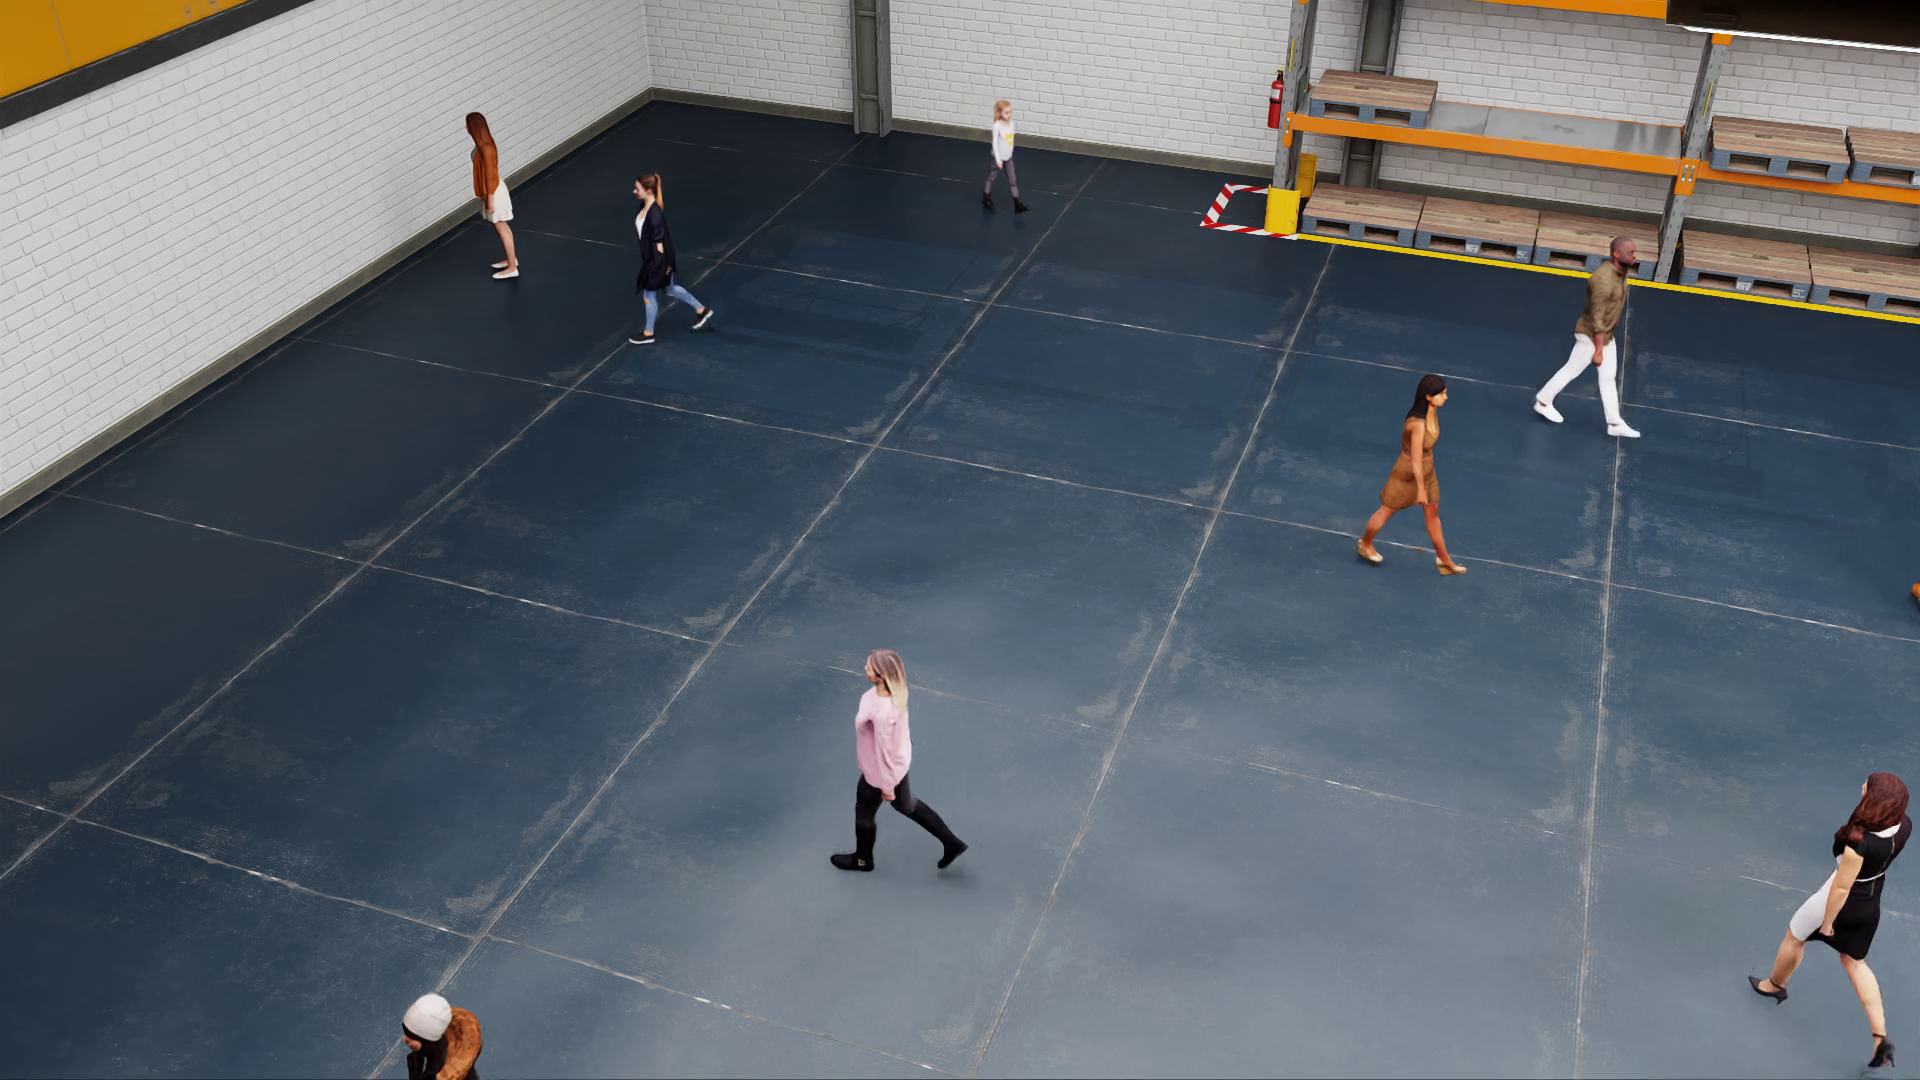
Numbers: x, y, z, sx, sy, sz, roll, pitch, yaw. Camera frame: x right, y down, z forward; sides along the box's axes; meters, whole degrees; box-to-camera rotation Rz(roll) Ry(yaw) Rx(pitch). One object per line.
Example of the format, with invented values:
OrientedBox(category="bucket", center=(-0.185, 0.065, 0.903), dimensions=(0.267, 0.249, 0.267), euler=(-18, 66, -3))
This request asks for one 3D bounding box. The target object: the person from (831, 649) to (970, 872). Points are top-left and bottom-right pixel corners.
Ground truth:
OrientedBox(category="person", center=(-0.341, 1.310, 9.612), dimensions=(1.090, 1.664, 0.689), euler=(6, 34, 10))

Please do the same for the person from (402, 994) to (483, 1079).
OrientedBox(category="person", center=(-2.216, 2.649, 7.645), dimensions=(1.019, 1.611, 0.980), euler=(-17, 37, -24))

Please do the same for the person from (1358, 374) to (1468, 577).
OrientedBox(category="person", center=(3.259, -0.470, 12.308), dimensions=(1.104, 1.643, 0.735), euler=(19, 38, 26))

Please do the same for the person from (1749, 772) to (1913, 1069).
OrientedBox(category="person", center=(4.629, 1.956, 8.547), dimensions=(1.093, 1.767, 1.109), euler=(-12, 35, -17))

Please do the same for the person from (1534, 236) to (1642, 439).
OrientedBox(category="person", center=(5.302, -1.732, 14.087), dimensions=(1.284, 1.776, 1.020), euler=(26, 41, 33))

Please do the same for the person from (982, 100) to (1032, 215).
OrientedBox(category="person", center=(0.409, -4.220, 18.306), dimensions=(0.786, 1.249, 0.970), euler=(-25, 41, -32))

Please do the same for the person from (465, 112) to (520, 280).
OrientedBox(category="person", center=(-4.697, -3.500, 16.800), dimensions=(0.735, 1.717, 0.702), euler=(-8, 35, -12))

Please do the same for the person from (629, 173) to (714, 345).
OrientedBox(category="person", center=(-2.742, -2.624, 15.536), dimensions=(1.148, 1.658, 1.024), euler=(-11, 35, -16))
